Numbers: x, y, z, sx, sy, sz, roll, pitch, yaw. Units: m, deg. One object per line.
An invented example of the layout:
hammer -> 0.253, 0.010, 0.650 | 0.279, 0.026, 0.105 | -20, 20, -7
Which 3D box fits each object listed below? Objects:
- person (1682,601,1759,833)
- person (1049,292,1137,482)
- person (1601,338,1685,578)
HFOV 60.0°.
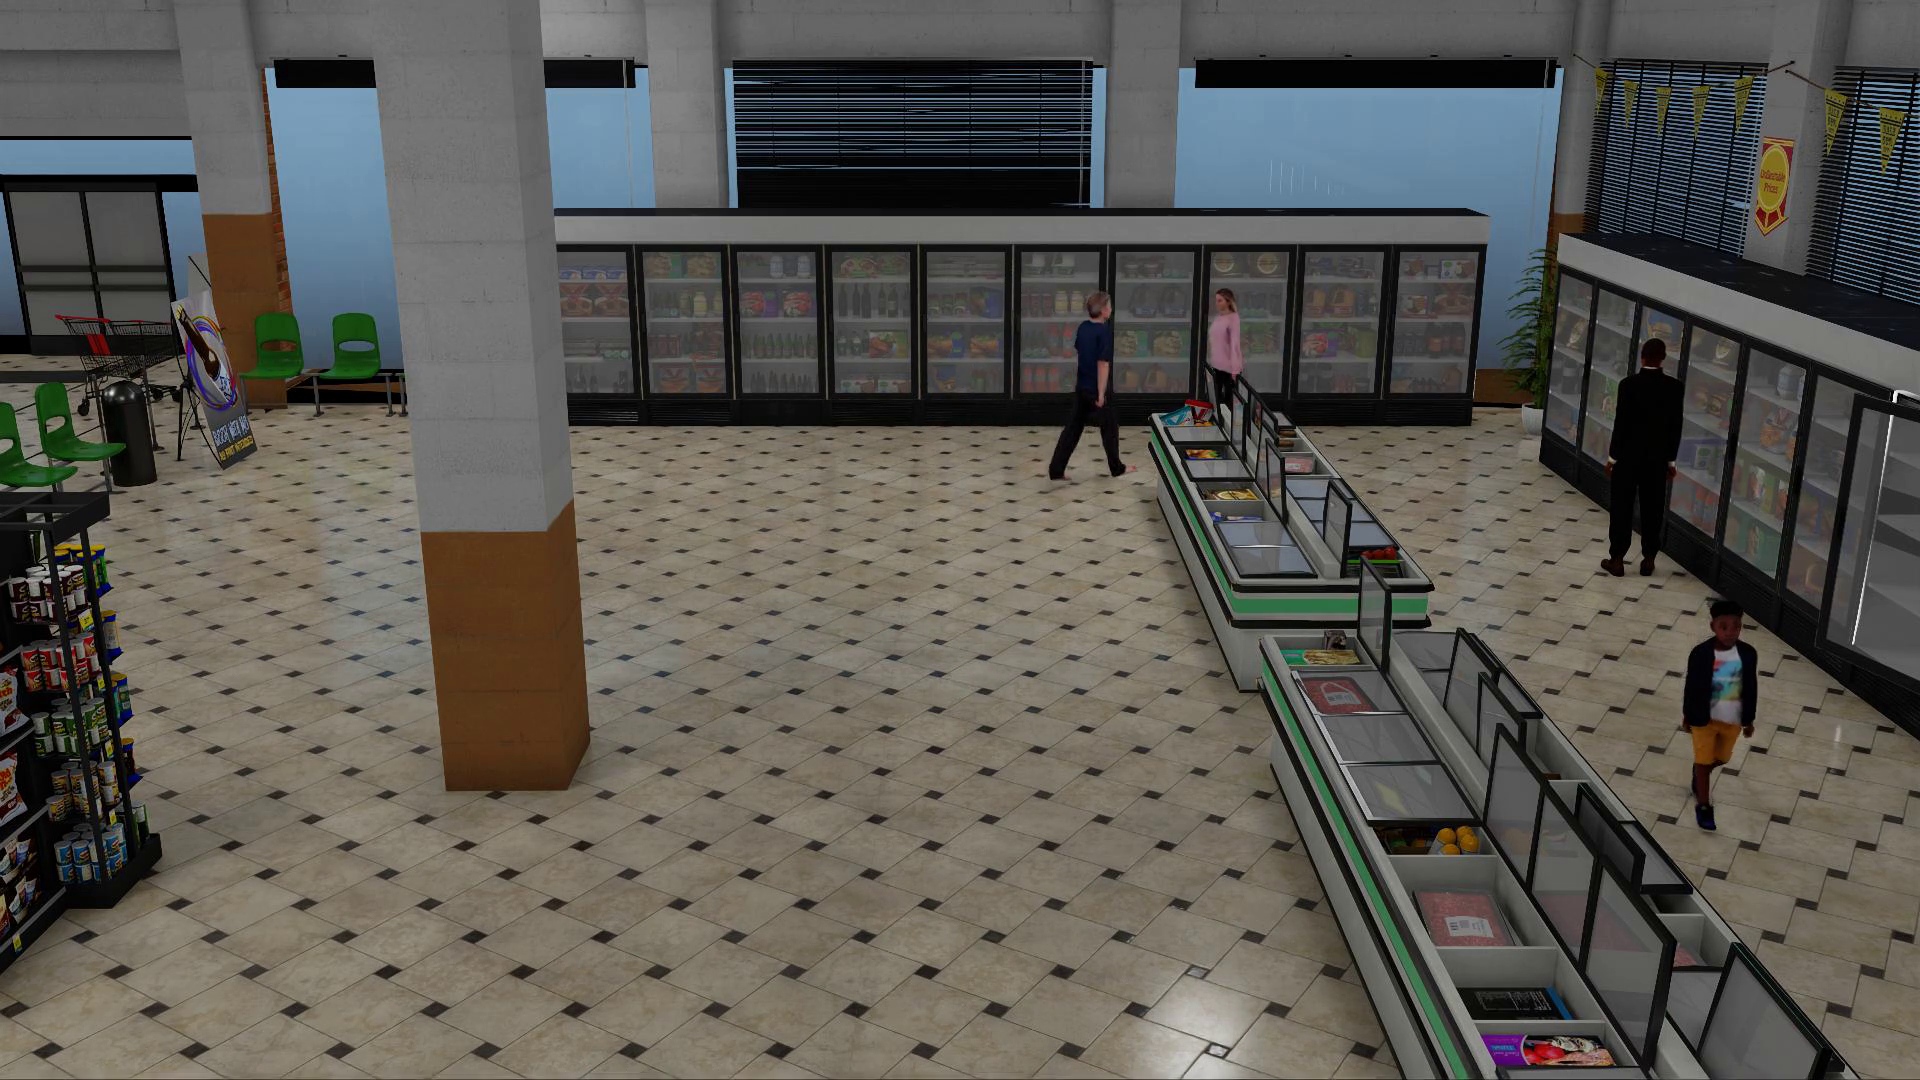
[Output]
person -> 4.140, 0.918, 9.110 | 0.577, 1.256, 0.844 | 2, 17, 7
person -> 1.191, -1.389, 15.732 | 1.216, 1.822, 1.251 | -13, 21, -37
person -> 5.404, -0.655, 13.175 | 0.722, 1.904, 0.653 | 2, 17, 8
